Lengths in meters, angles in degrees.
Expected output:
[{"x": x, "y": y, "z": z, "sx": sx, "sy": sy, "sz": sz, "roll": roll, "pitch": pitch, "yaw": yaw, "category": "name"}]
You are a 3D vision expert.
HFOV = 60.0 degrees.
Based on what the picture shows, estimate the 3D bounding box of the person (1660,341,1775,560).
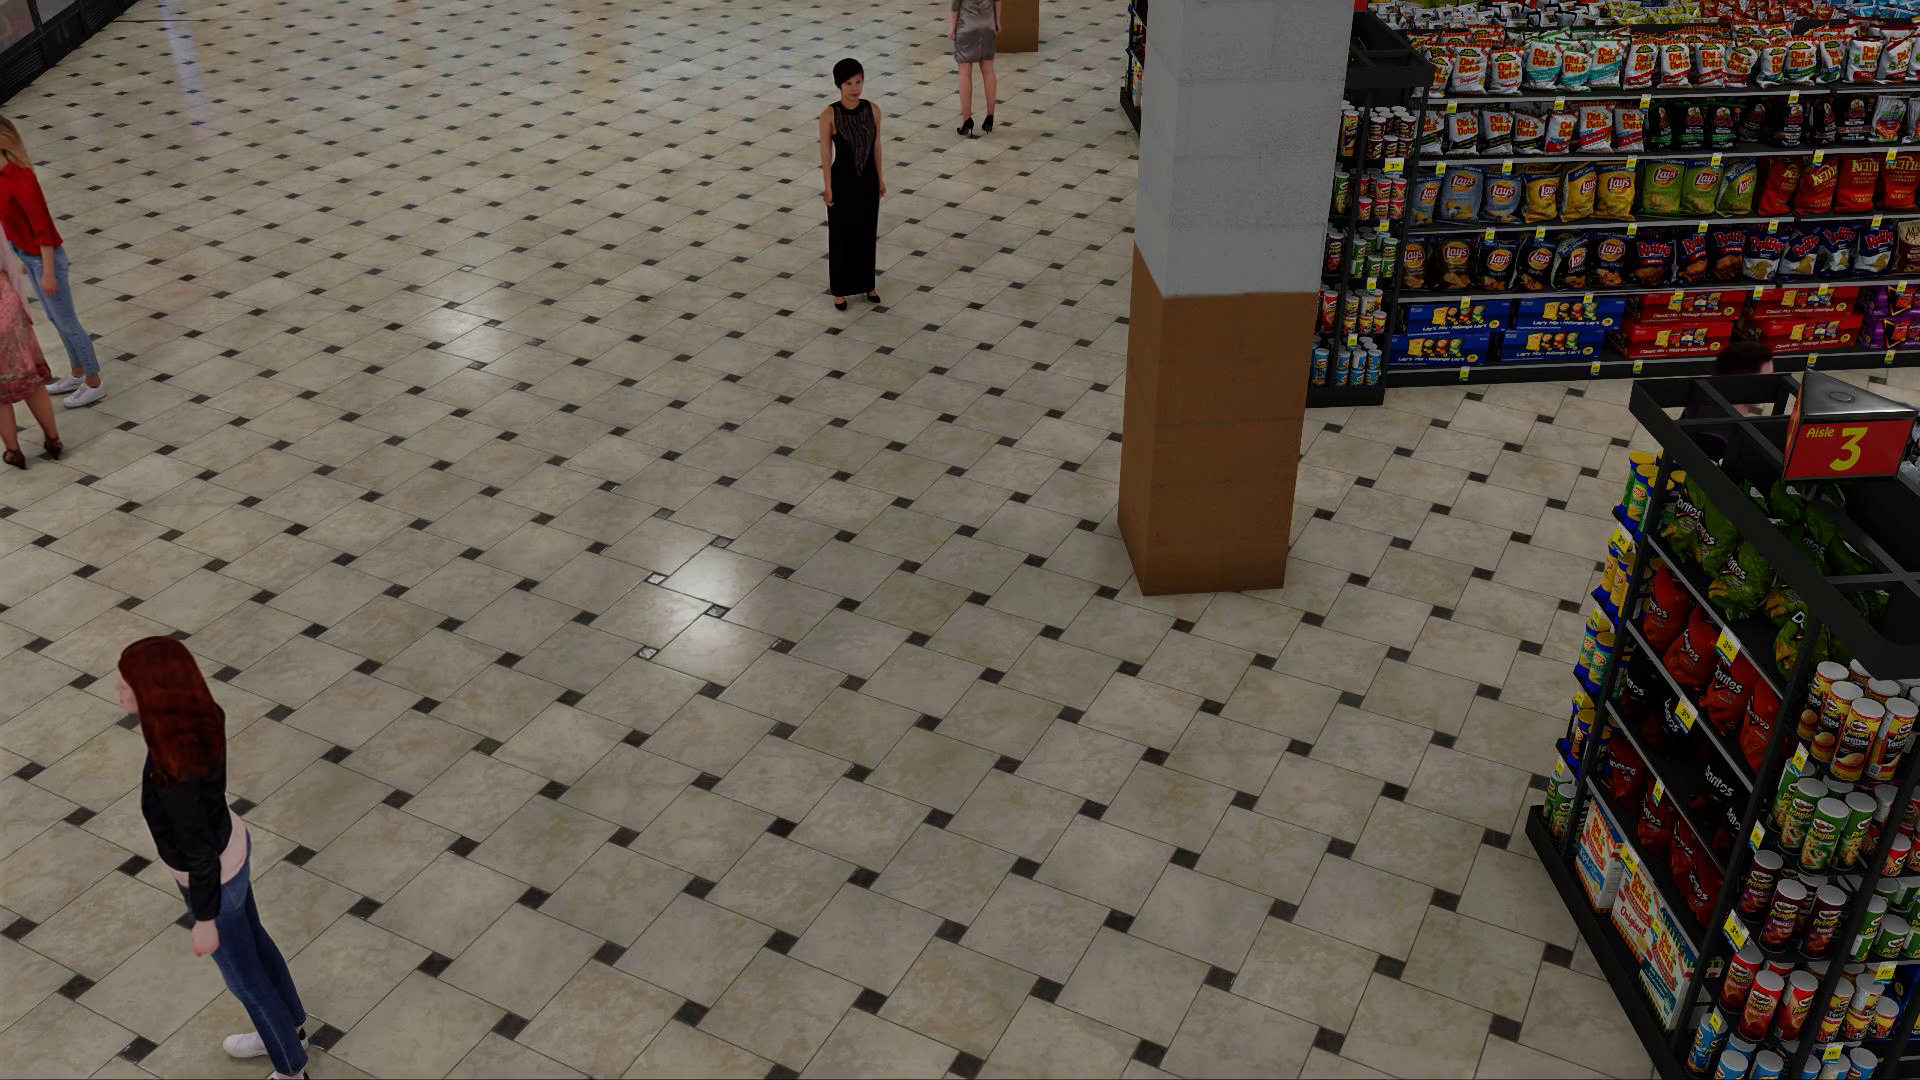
[{"x": 2.928, "y": 0.039, "z": 6.669, "sx": 0.591, "sy": 1.842, "sz": 0.687, "roll": -1, "pitch": 32, "yaw": -1, "category": "person"}]

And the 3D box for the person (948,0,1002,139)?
[{"x": 0.120, "y": -4.163, "z": 13.515, "sx": 0.545, "sy": 1.745, "sz": 0.713, "roll": -12, "pitch": 34, "yaw": -18, "category": "person"}]

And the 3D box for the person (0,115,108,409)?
[{"x": -5.185, "y": -1.574, "z": 9.393, "sx": 0.715, "sy": 1.704, "sz": 0.686, "roll": -26, "pitch": 40, "yaw": -35, "category": "person"}]

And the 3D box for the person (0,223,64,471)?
[{"x": -5.108, "y": -1.164, "z": 8.747, "sx": 0.758, "sy": 1.690, "sz": 0.687, "roll": 28, "pitch": 41, "yaw": 37, "category": "person"}]

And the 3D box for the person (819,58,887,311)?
[{"x": -0.682, "y": -2.268, "z": 10.604, "sx": 0.577, "sy": 1.604, "sz": 0.713, "roll": -16, "pitch": 35, "yaw": -24, "category": "person"}]

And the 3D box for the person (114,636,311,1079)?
[{"x": -2.284, "y": 1.043, "z": 5.109, "sx": 0.615, "sy": 1.787, "sz": 0.630, "roll": -10, "pitch": 33, "yaw": -16, "category": "person"}]
